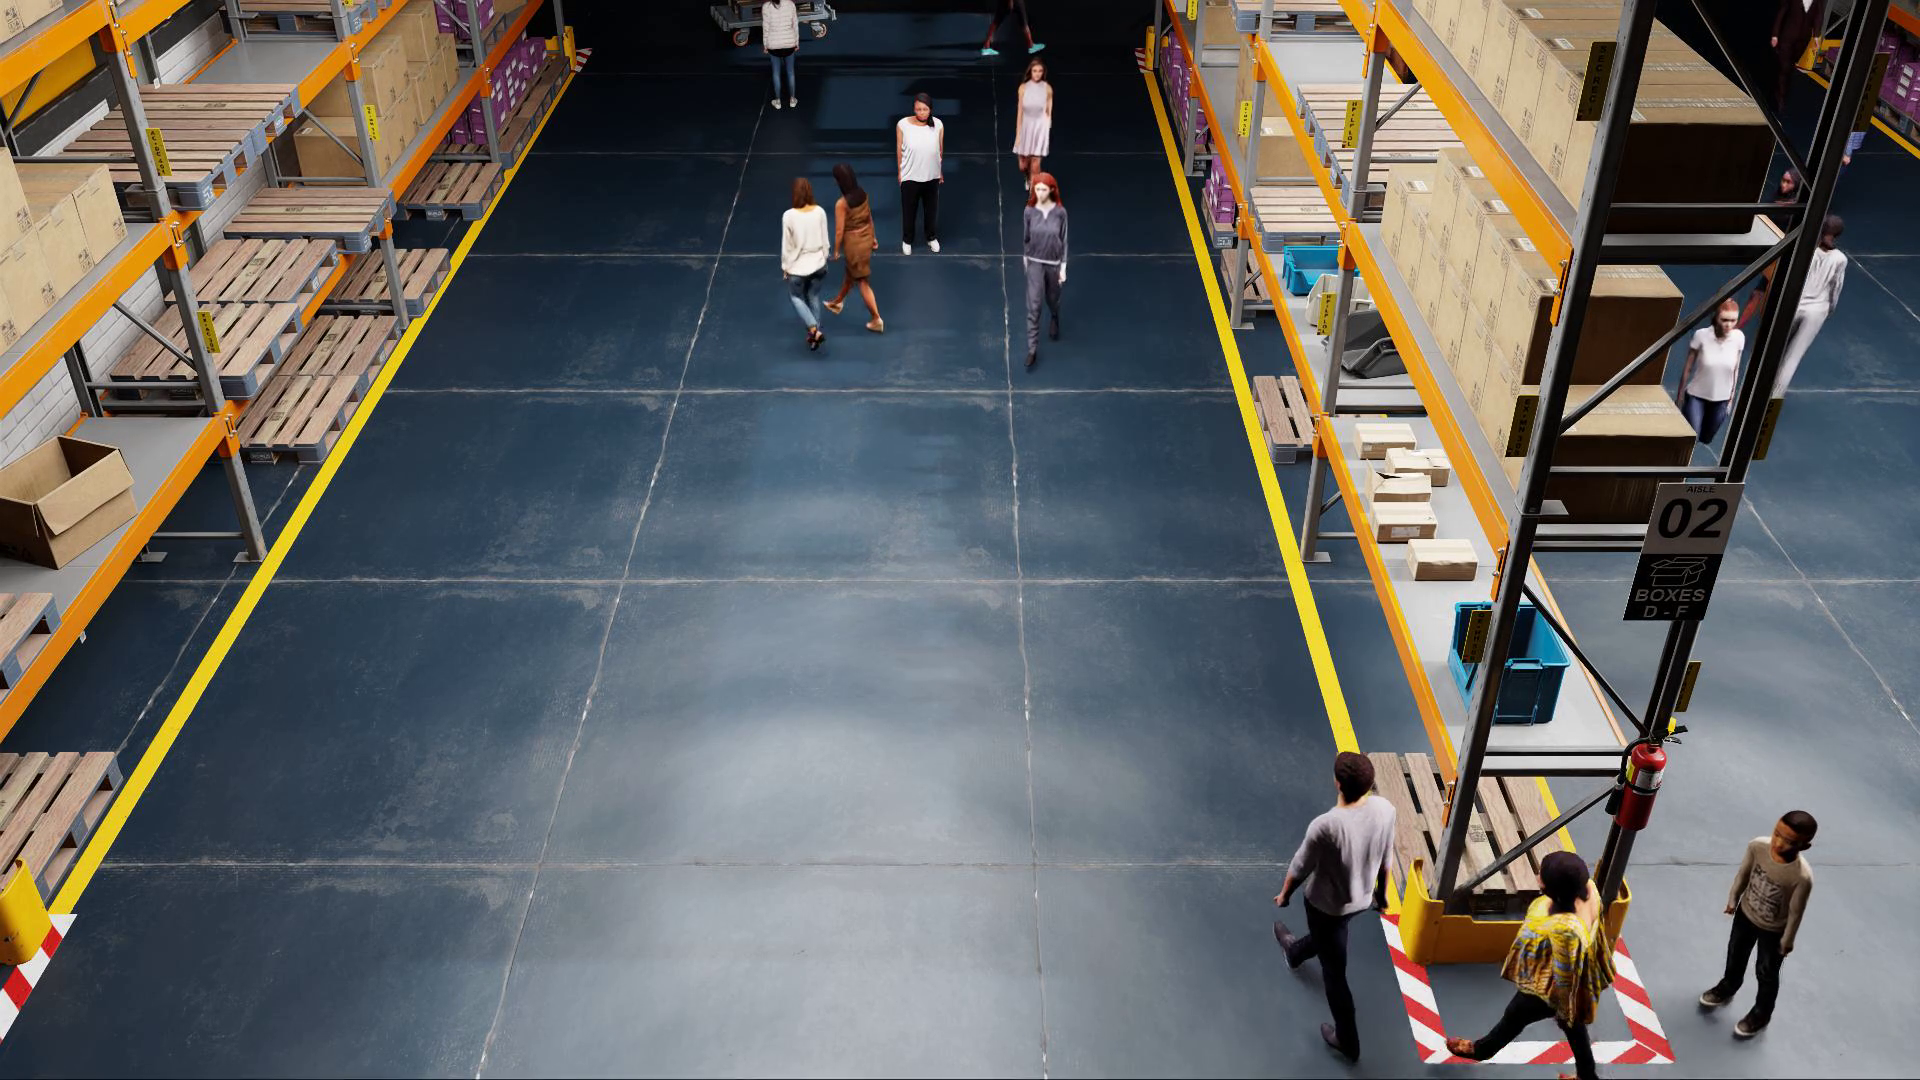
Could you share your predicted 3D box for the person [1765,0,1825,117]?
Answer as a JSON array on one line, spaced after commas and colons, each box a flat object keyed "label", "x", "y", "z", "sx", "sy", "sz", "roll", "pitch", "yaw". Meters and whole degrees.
[{"label": "person", "x": 10.496, "y": -6.357, "z": 20.963, "sx": 0.670, "sy": 1.824, "sz": 1.140, "roll": 1, "pitch": 34, "yaw": 1}]

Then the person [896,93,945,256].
[{"label": "person", "x": -0.399, "y": -3.813, "z": 17.259, "sx": 0.692, "sy": 1.687, "sz": 0.661, "roll": -5, "pitch": 34, "yaw": -8}]

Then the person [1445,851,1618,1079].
[{"label": "person", "x": 3.026, "y": 2.229, "z": 8.248, "sx": 1.061, "sy": 1.598, "sz": 1.097, "roll": 18, "pitch": 38, "yaw": 25}]

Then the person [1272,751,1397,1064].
[{"label": "person", "x": 1.999, "y": 1.912, "z": 8.552, "sx": 1.022, "sy": 1.790, "sz": 1.272, "roll": -15, "pitch": 36, "yaw": -21}]

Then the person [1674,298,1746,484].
[{"label": "person", "x": 5.910, "y": -1.157, "z": 13.236, "sx": 0.634, "sy": 1.716, "sz": 1.003, "roll": 3, "pitch": 34, "yaw": 5}]

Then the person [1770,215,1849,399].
[{"label": "person", "x": 7.262, "y": -1.911, "z": 14.353, "sx": 0.933, "sy": 1.737, "sz": 1.107, "roll": 18, "pitch": 38, "yaw": 25}]

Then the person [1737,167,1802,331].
[{"label": "person", "x": 7.639, "y": -2.642, "z": 15.516, "sx": 1.060, "sy": 1.666, "sz": 1.206, "roll": -16, "pitch": 37, "yaw": -22}]

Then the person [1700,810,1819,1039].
[{"label": "person", "x": 4.264, "y": 1.981, "z": 8.754, "sx": 0.683, "sy": 1.453, "sz": 0.586, "roll": -19, "pitch": 38, "yaw": -26}]

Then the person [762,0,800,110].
[{"label": "person", "x": -2.262, "y": -6.293, "z": 21.035, "sx": 0.667, "sy": 1.638, "sz": 0.625, "roll": -8, "pitch": 34, "yaw": -12}]

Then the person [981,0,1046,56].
[{"label": "person", "x": 0.598, "y": -7.393, "z": 22.658, "sx": 0.887, "sy": 1.673, "sz": 1.148, "roll": -10, "pitch": 35, "yaw": -15}]

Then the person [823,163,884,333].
[{"label": "person", "x": -0.906, "y": -2.701, "z": 15.620, "sx": 0.970, "sy": 1.650, "sz": 1.009, "roll": 19, "pitch": 38, "yaw": 26}]

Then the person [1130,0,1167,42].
[{"label": "person", "x": 2.712, "y": -7.686, "z": 23.147, "sx": 0.713, "sy": 1.620, "sz": 0.776, "roll": -6, "pitch": 34, "yaw": -8}]

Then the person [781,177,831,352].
[{"label": "person", "x": -1.386, "y": -2.479, "z": 15.275, "sx": 0.836, "sy": 1.661, "sz": 0.909, "roll": -14, "pitch": 36, "yaw": -21}]

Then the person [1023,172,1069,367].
[{"label": "person", "x": 0.810, "y": -2.529, "z": 15.280, "sx": 0.726, "sy": 1.739, "sz": 1.158, "roll": 6, "pitch": 34, "yaw": 8}]

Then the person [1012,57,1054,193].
[{"label": "person", "x": 0.795, "y": -4.402, "z": 18.086, "sx": 0.627, "sy": 1.753, "sz": 0.870, "roll": 3, "pitch": 34, "yaw": 5}]
